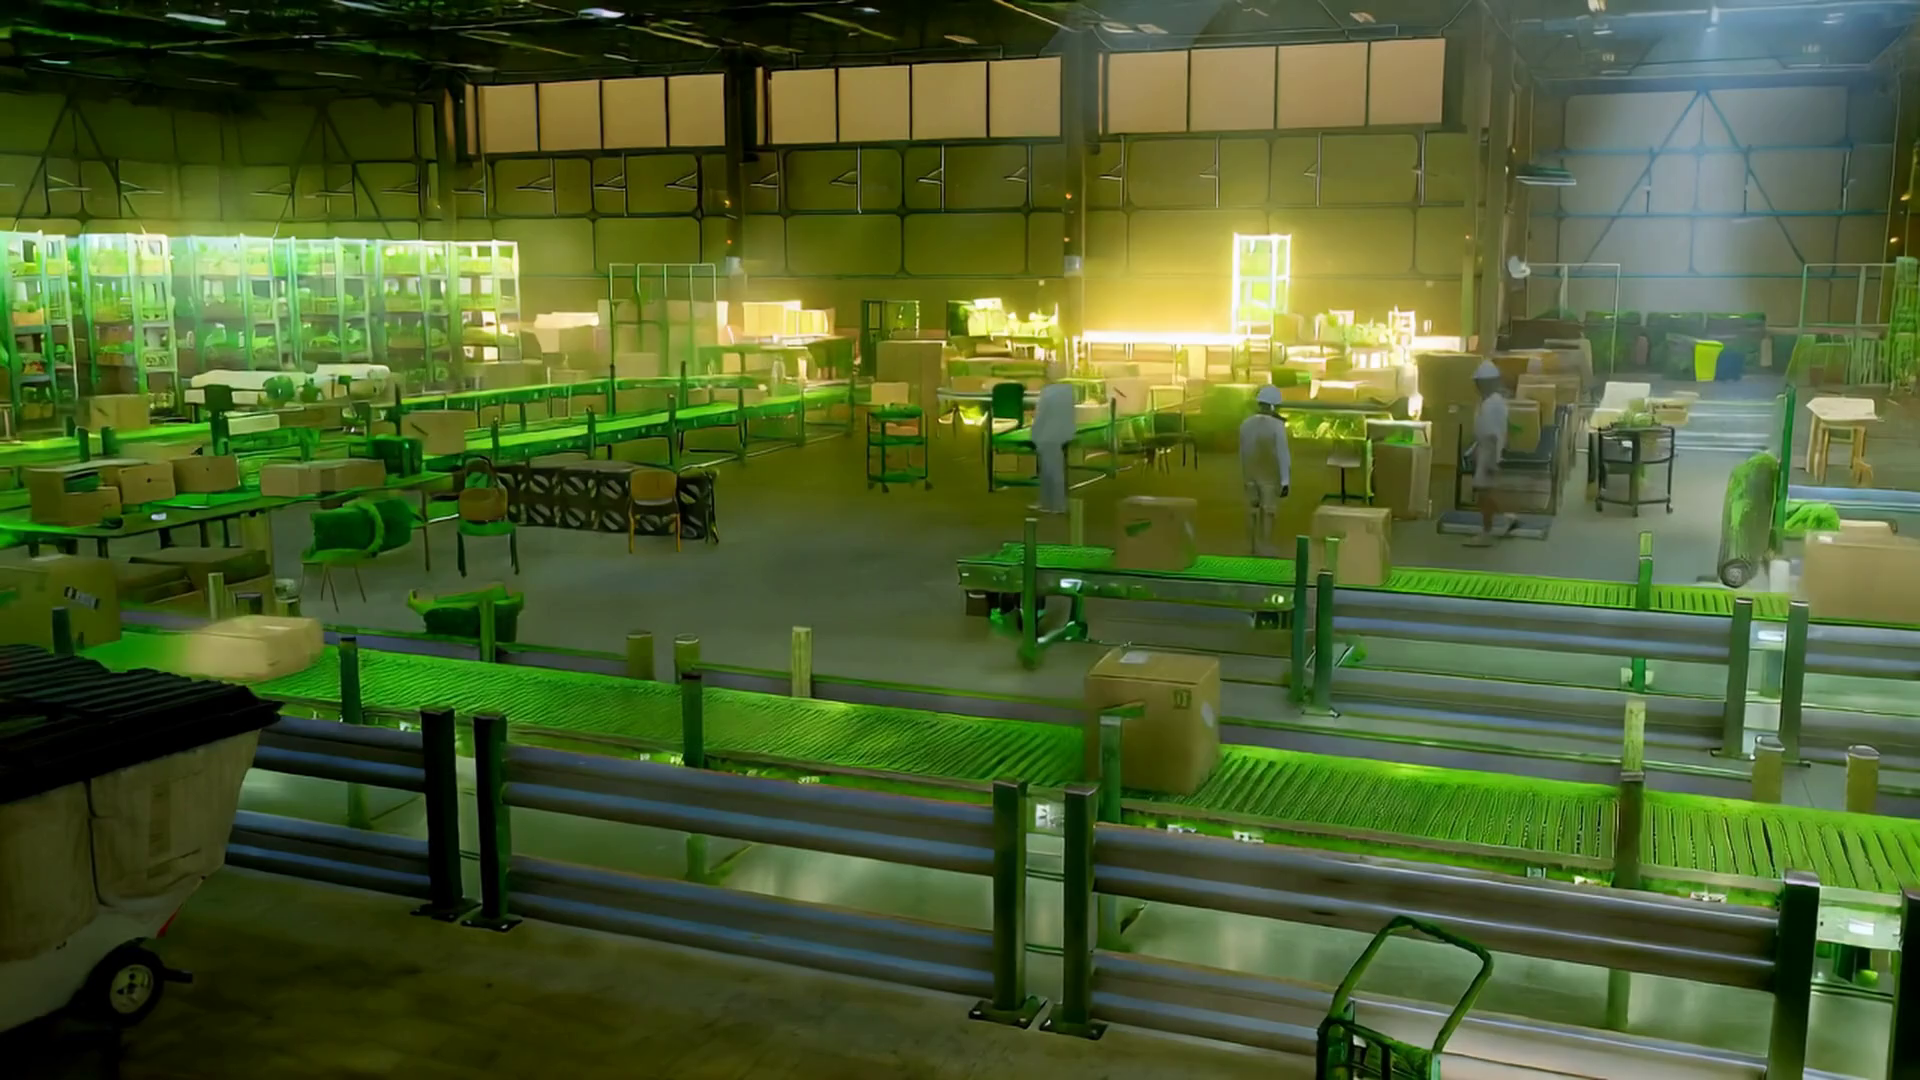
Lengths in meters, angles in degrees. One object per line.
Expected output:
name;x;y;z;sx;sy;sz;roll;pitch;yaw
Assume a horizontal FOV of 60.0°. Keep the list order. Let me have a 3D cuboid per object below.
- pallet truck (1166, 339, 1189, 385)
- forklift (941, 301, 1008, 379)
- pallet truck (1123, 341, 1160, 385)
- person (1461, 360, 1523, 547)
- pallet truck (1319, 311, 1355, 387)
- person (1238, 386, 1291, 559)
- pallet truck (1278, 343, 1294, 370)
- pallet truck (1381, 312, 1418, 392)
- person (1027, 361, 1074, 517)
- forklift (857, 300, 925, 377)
pallet truck;5.418;-4.269;40.420;0.704;1.261;1.522;3;10;20
forklift;0.365;-4.966;41.571;1.157;1.987;2.680;3;10;20
pallet truck;4.445;-4.380;41.279;0.680;1.201;1.601;4;10;22
person;5.705;-0.911;17.852;0.558;2.024;0.631;3;10;19
pallet truck;9.071;-4.419;39.190;0.823;1.965;1.885;5;10;26
person;3.083;-0.629;16.723;0.404;1.829;0.600;-8;13;-41
pallet truck;7.886;-4.163;39.743;0.653;1.274;1.630;4;10;22
pallet truck;10.207;-4.283;38.369;0.823;1.965;1.885;3;10;20
person;1.004;-1.232;20.205;0.785;1.881;0.673;6;11;32
forklift;-1.732;-5.109;42.468;1.157;1.987;2.680;4;10;22
